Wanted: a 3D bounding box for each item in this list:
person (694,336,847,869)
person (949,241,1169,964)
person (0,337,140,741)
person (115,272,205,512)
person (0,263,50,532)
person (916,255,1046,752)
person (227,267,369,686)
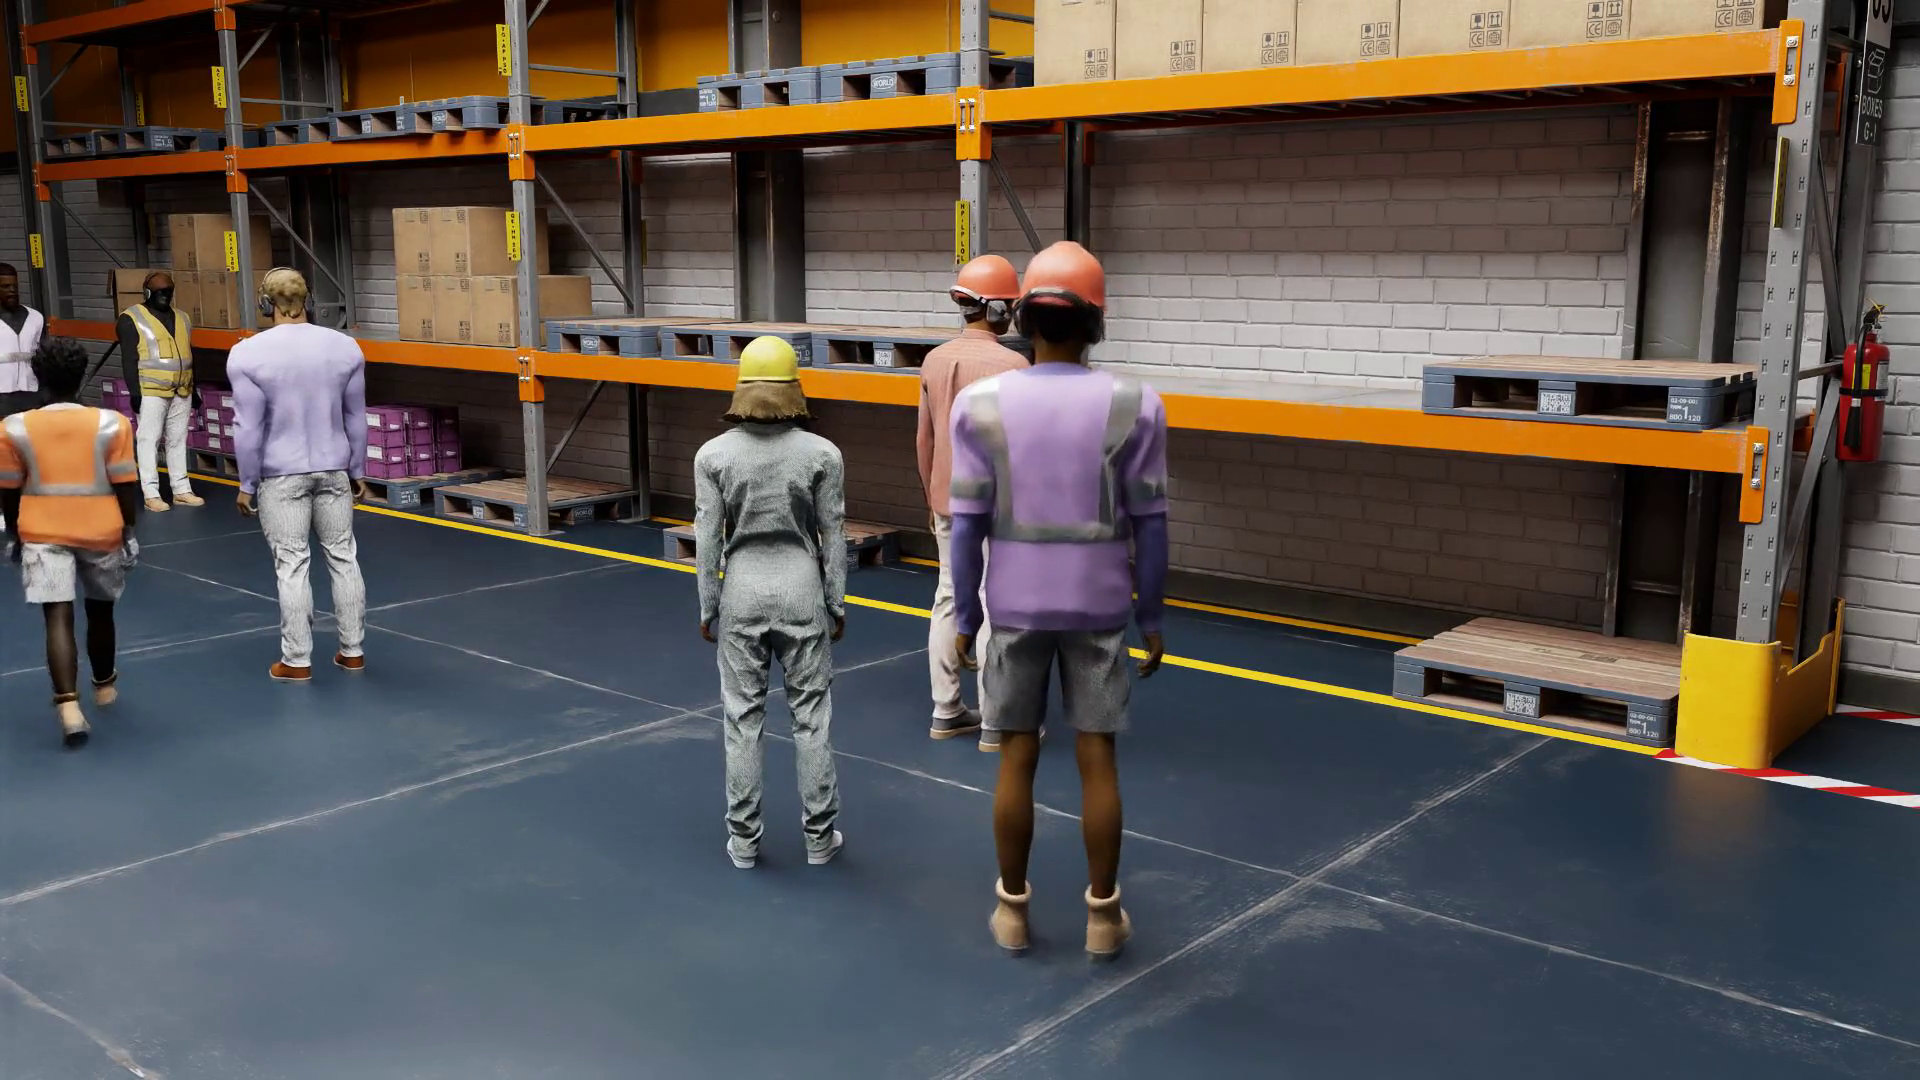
[{"bbox_3d":[-0.614,0.207,5.455,0.492,1.740,0.325,-1,10,-5],"label":"person"},{"bbox_3d":[0.282,0.185,4.730,0.614,2.040,0.391,1,10,5],"label":"person"},{"bbox_3d":[-3.722,-0.011,6.970,0.537,1.664,0.871,-5,11,-24],"label":"person"},{"bbox_3d":[-6.171,-1.148,12.905,0.429,1.837,0.621,5,11,26],"label":"person"},{"bbox_3d":[-6.857,-1.032,12.005,0.372,1.916,0.596,5,11,25],"label":"person"},{"bbox_3d":[0.093,-0.147,6.749,0.395,1.993,0.614,-9,13,-42],"label":"person"},{"bbox_3d":[-3.053,-0.288,7.731,0.627,1.934,0.371,-9,13,-42],"label":"person"}]
